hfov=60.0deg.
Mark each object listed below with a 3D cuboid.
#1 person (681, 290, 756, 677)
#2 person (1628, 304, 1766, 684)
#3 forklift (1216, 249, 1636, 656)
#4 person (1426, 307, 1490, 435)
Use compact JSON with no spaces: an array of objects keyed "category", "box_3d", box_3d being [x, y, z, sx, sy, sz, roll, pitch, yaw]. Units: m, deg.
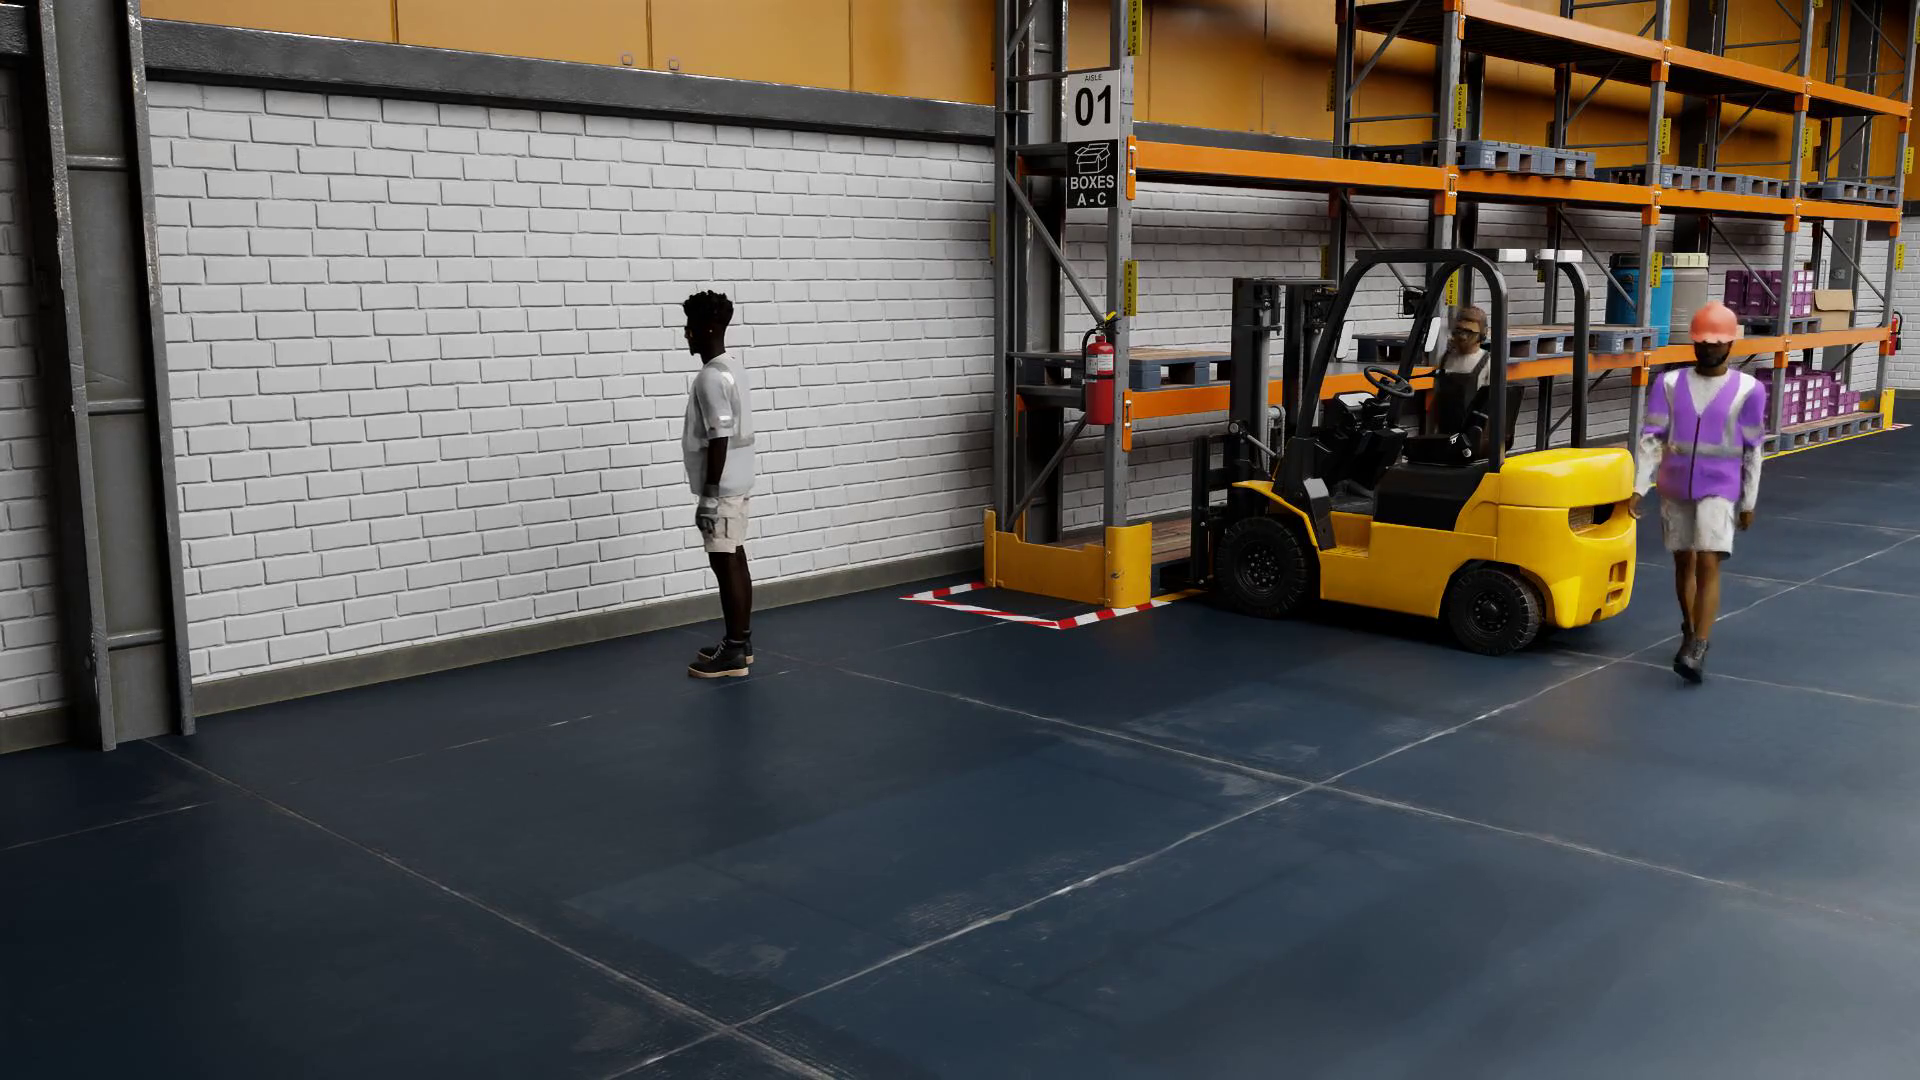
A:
[{"category":"person","box_3d":[-1.228,-0.284,8.480,0.367,1.964,0.609,1,9,4]},{"category":"person","box_3d":[3.725,-0.241,8.443,0.559,1.885,0.952,7,11,36]},{"category":"forklift","box_3d":[2.710,-0.584,9.626,2.313,2.155,1.214,9,13,43]},{"category":"person","box_3d":[3.315,-0.617,11.012,0.407,1.825,0.521,-7,12,-38]}]
